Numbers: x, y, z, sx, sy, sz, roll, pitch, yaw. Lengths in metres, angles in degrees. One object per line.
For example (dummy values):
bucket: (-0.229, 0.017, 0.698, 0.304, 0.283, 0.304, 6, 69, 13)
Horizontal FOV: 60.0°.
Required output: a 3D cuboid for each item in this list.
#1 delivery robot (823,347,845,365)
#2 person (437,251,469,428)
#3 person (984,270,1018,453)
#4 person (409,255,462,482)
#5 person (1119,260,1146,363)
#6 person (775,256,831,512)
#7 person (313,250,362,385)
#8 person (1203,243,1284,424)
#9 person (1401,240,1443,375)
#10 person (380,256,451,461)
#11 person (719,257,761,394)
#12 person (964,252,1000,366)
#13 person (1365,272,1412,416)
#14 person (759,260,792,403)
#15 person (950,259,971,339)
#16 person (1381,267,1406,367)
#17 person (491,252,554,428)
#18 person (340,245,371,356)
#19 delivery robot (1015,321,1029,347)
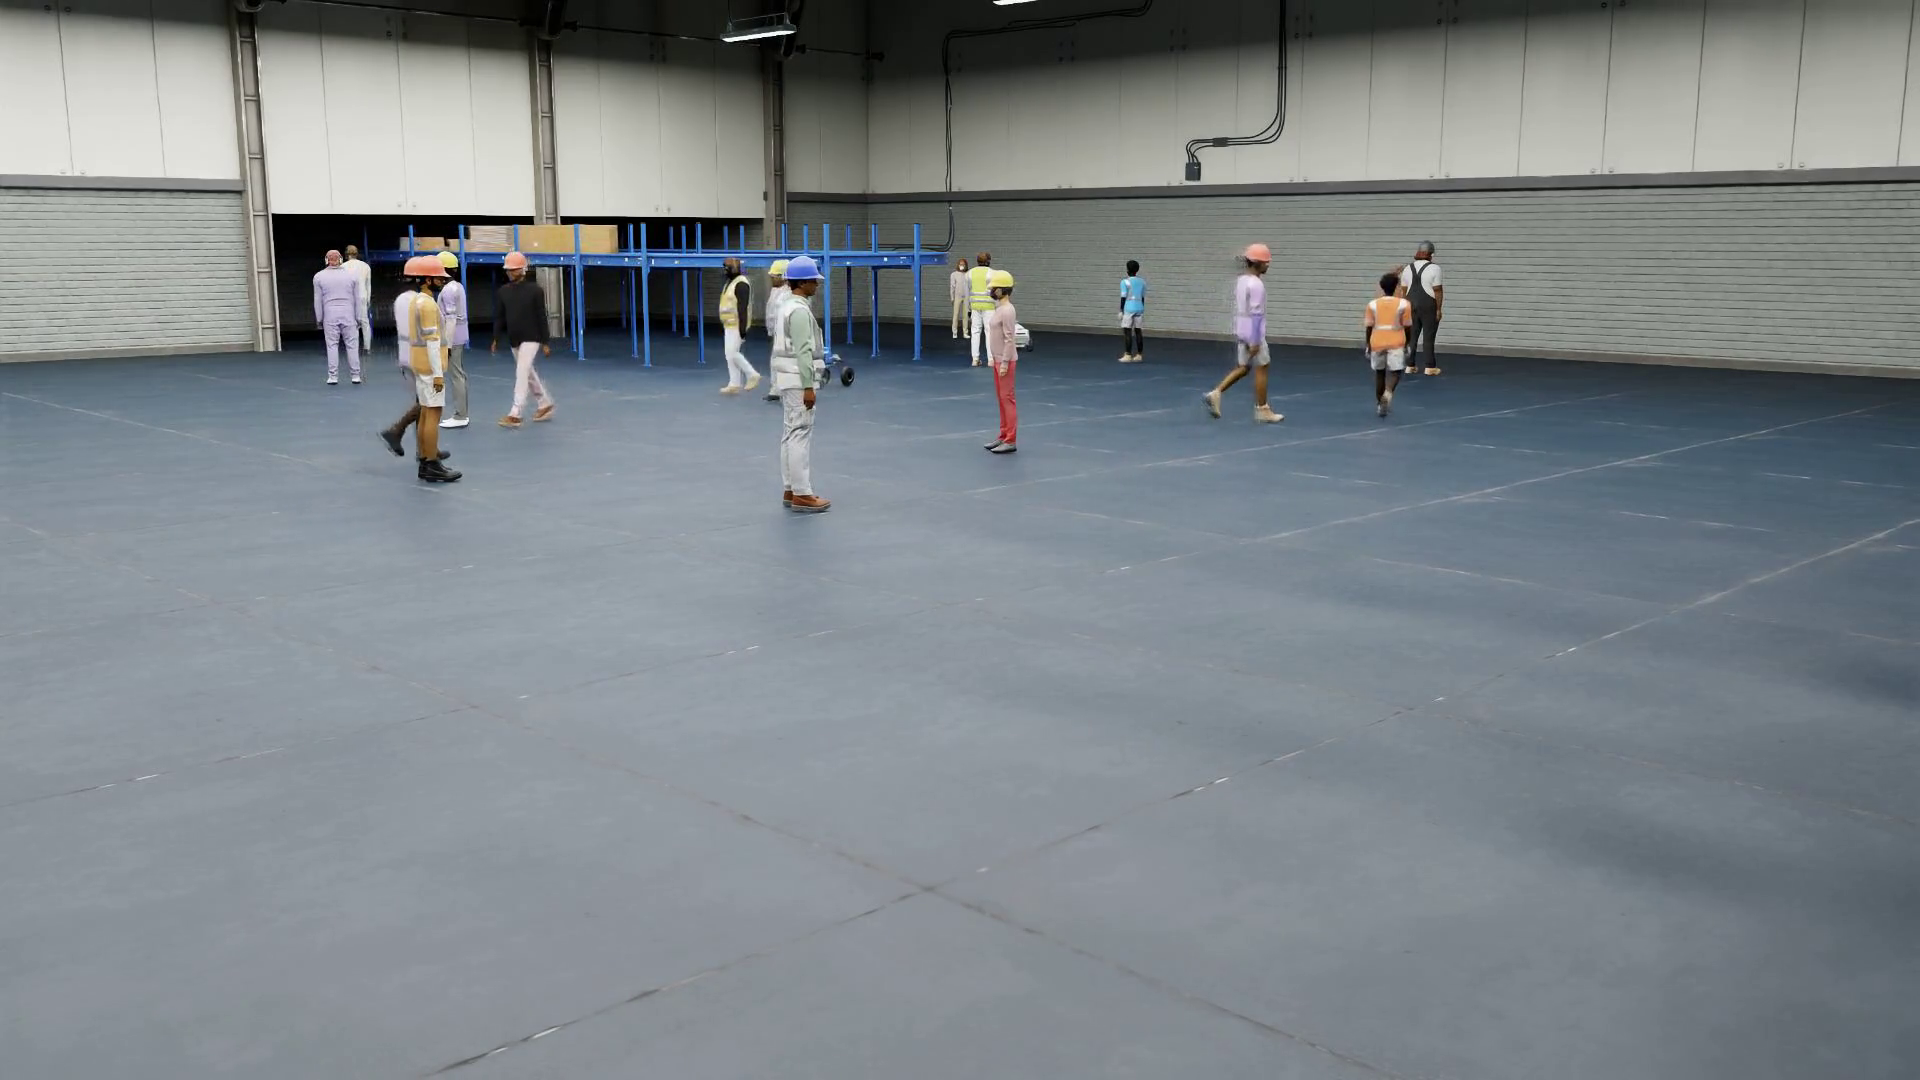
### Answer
delivery robot: (-1.892, -2.597, 23.397, 0.335, 0.223, 0.698, 6, 12, 30)
person: (-5.628, -2.214, 18.400, 0.361, 1.930, 0.589, -2, 11, -9)
person: (0.411, -1.748, 16.304, 0.304, 1.771, 0.523, -2, 11, -9)
person: (-4.564, -1.490, 14.433, 0.366, 1.935, 0.552, -6, 12, -29)
person: (2.872, -3.811, 27.748, 0.540, 1.695, 0.317, -7, 13, -34)
person: (-1.231, -1.212, 12.886, 0.389, 1.949, 0.604, -3, 11, -17)
person: (-8.873, -3.180, 23.751, 0.638, 1.903, 0.409, -5, 12, -25)
person: (3.240, -2.329, 18.778, 0.854, 2.022, 0.614, -2, 11, -12)
person: (7.138, -3.556, 25.533, 0.538, 2.000, 0.684, -9, 14, -41)
person: (-5.130, -1.680, 15.540, 0.545, 1.921, 0.626, 10, 14, 43)
person: (-2.984, -2.856, 22.188, 0.458, 1.823, 0.646, -4, 11, -22)
person: (0.393, -3.756, 27.052, 0.621, 1.845, 0.429, 5, 12, 27)
person: (4.971, -2.272, 19.377, 0.543, 1.681, 0.627, 5, 12, 26)
person: (-2.196, -2.665, 21.211, 0.762, 1.807, 0.596, -4, 11, -23)
person: (0.046, -4.969, 34.237, 0.501, 1.632, 0.286, -3, 11, -16)
person: (7.026, -3.590, 26.786, 0.519, 1.599, 0.684, -2, 11, -13)
person: (-4.897, -2.267, 18.706, 0.626, 1.940, 1.058, 5, 11, 24)
person: (-10.708, -4.243, 29.442, 0.369, 1.939, 0.630, 7, 13, 34)
delivery robot: (1.034, -3.779, 30.539, 0.477, 0.478, 0.707, -2, 10, -12)
